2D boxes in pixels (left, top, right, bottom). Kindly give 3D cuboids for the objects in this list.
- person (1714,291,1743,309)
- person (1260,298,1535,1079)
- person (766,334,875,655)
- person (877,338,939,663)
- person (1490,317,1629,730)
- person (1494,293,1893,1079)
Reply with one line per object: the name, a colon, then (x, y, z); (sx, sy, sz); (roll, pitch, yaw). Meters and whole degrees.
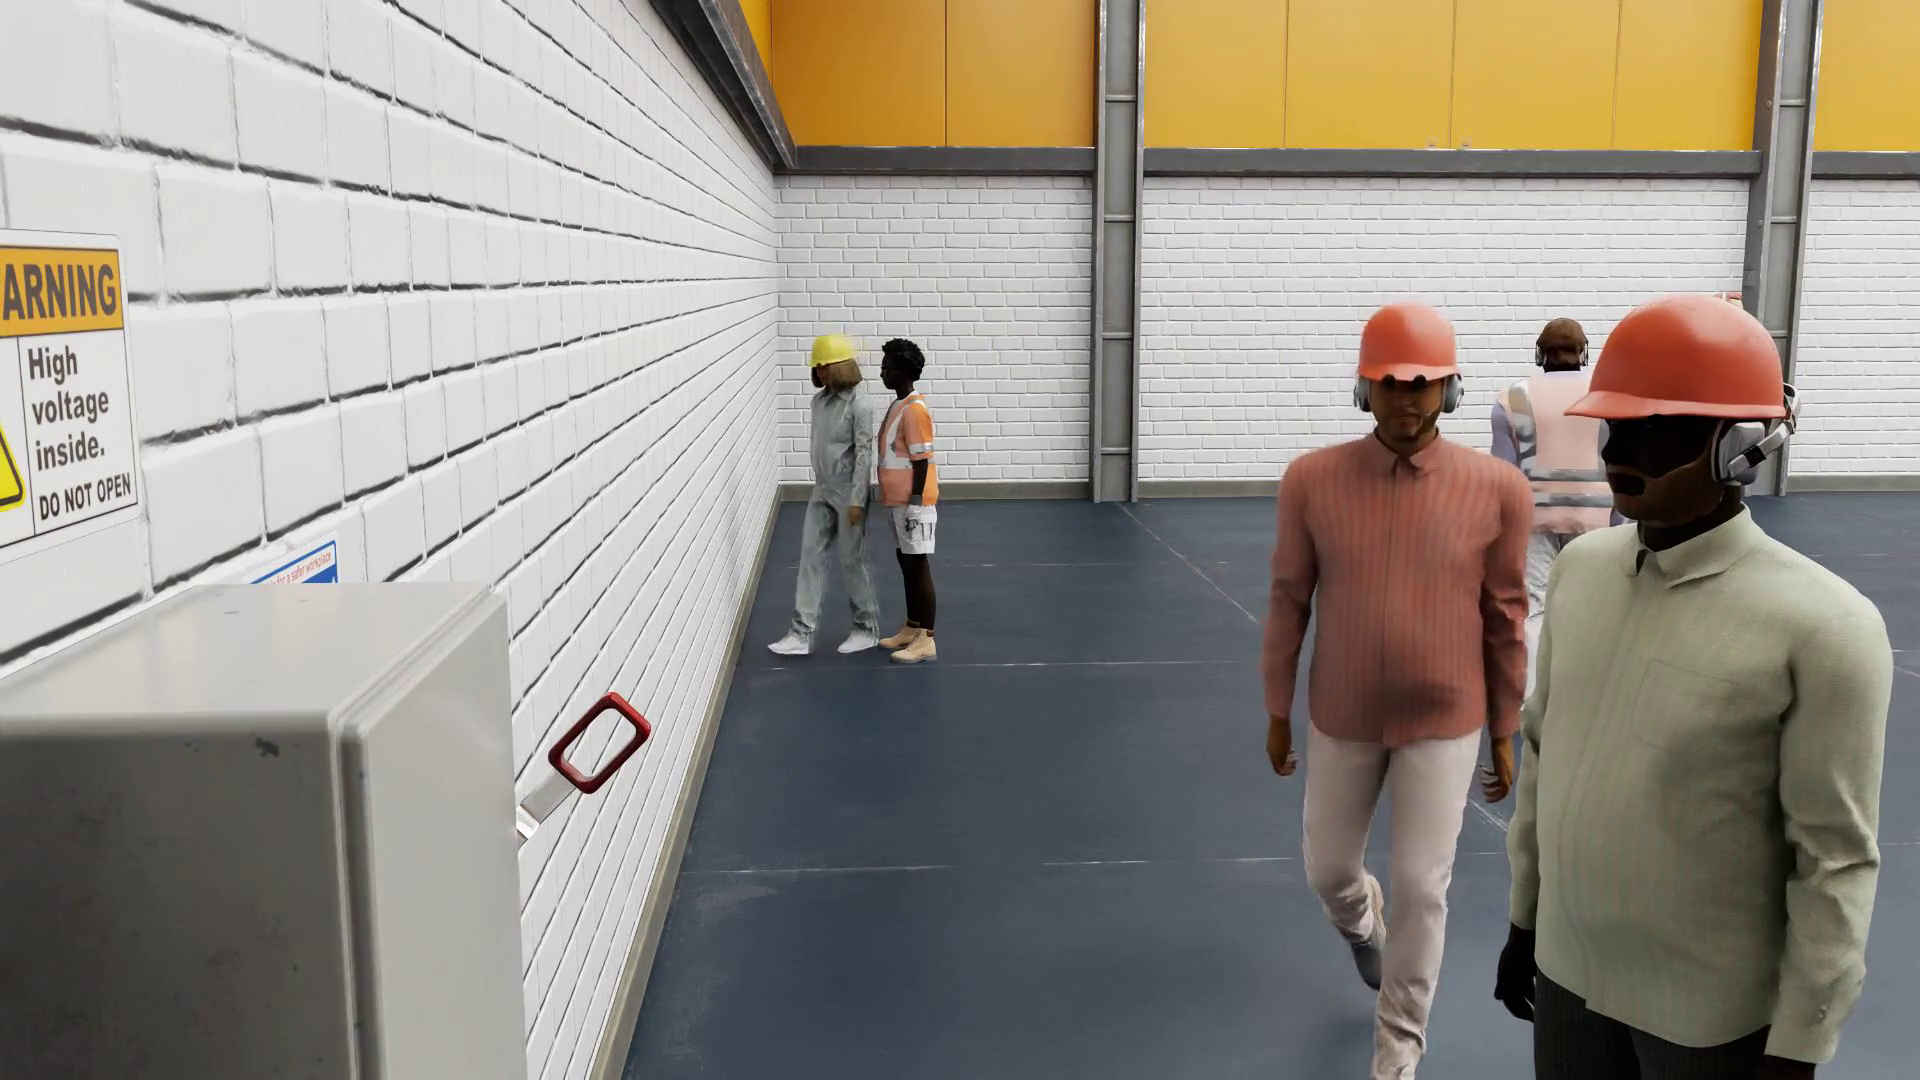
person: (5.366, -0.796, 11.776); (0.406, 1.909, 0.636); (3, 10, 19)
person: (1.070, 0.392, 4.110); (0.630, 1.974, 0.805); (3, 10, 18)
person: (-0.721, -0.222, 8.768); (0.520, 1.704, 0.707); (8, 12, 42)
person: (-0.280, -0.206, 8.729); (0.317, 1.695, 0.540); (-2, 9, -13)
person: (2.642, -0.059, 7.374); (0.619, 1.838, 0.430); (2, 9, 11)
person: (1.030, 0.640, 2.480); (0.378, 1.996, 0.611); (-4, 10, -23)
